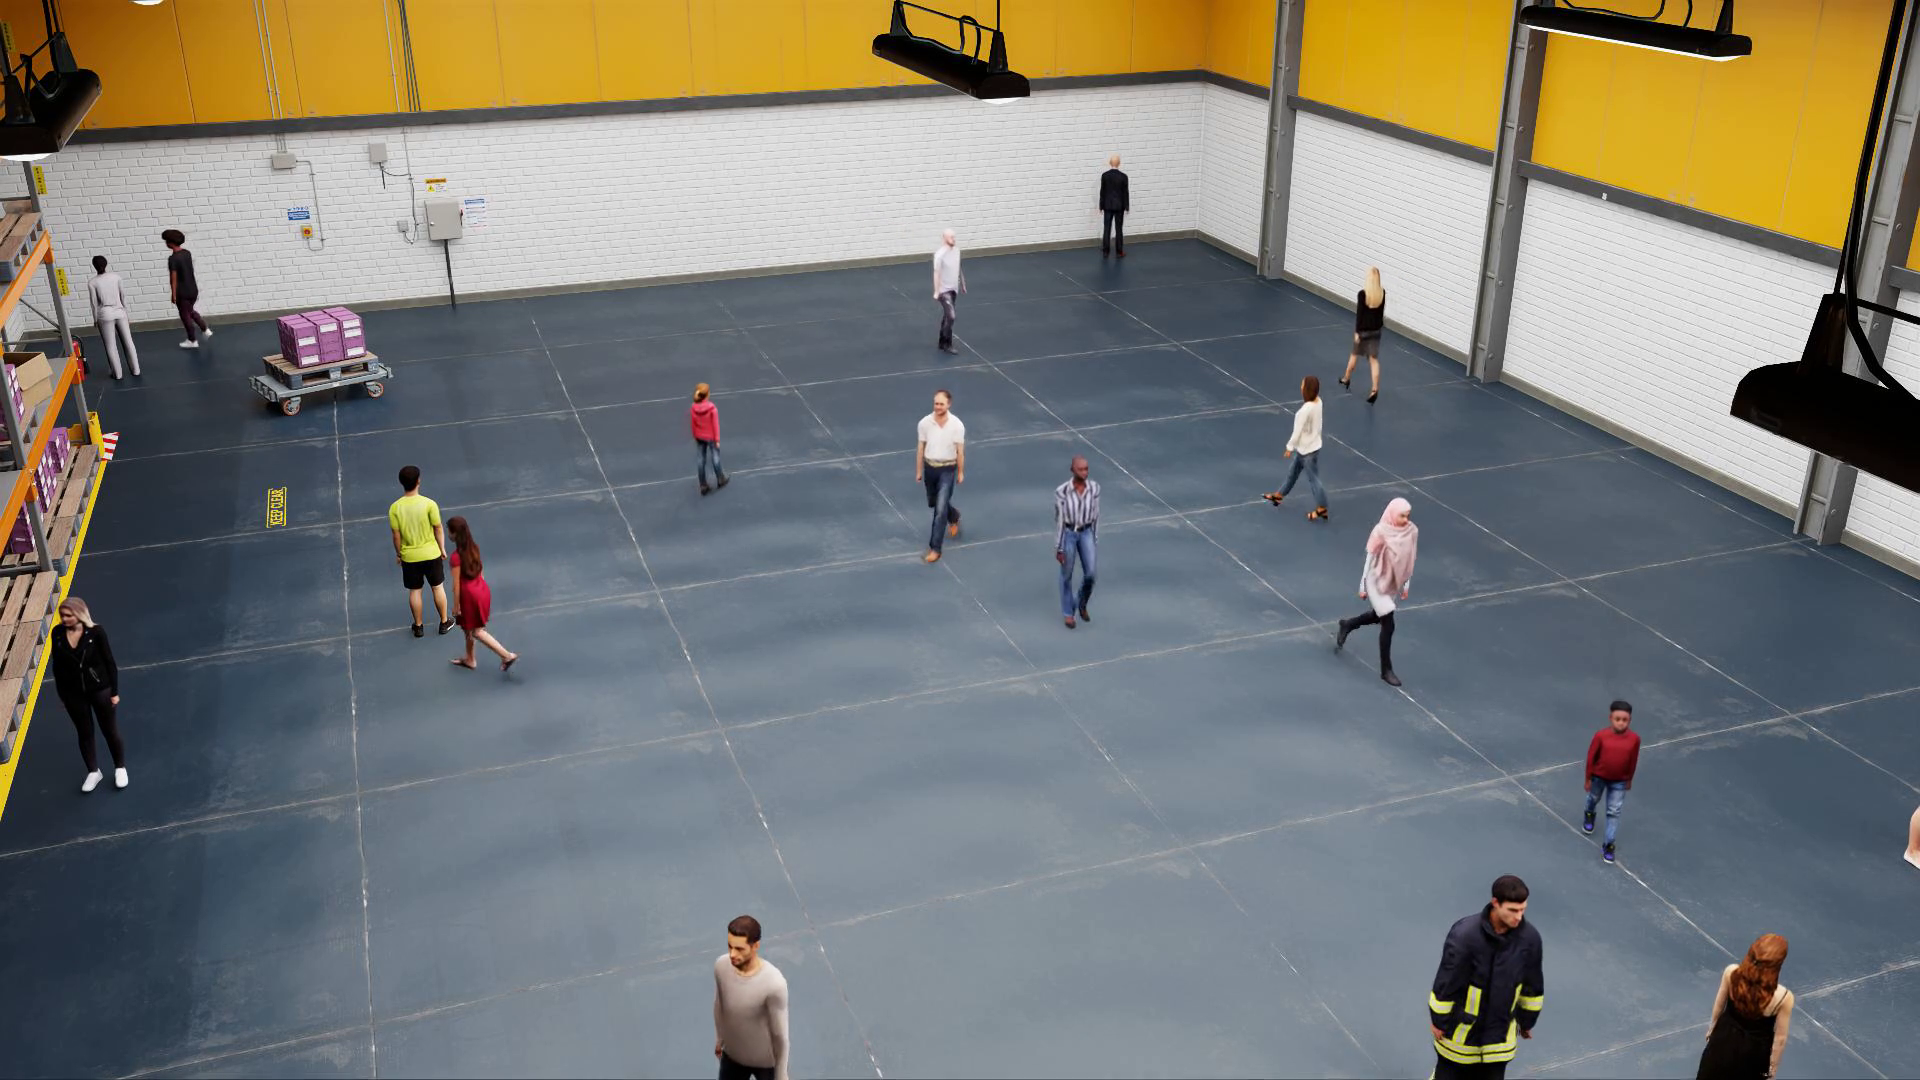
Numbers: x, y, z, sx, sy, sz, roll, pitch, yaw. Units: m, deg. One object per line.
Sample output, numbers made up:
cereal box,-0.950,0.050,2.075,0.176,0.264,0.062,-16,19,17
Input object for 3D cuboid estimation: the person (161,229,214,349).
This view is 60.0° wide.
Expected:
person,-11.356,-3.701,24.490,0.850,1.770,0.779,3,24,6

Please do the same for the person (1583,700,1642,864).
person,4.933,1.757,12.667,0.817,1.238,0.942,7,24,15

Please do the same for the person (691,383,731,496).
person,-2.963,-1.153,19.244,0.754,1.302,0.838,8,25,17

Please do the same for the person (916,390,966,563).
person,-0.174,-0.744,17.655,1.179,1.826,1.245,10,26,22

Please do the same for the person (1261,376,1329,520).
person,3.938,-0.988,18.436,1.124,1.648,1.028,13,27,27

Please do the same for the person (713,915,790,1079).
person,-1.124,2.849,9.395,0.850,1.858,0.908,10,25,21

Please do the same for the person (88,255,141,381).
person,-11.829,-3.119,23.201,0.706,1.736,0.685,-21,31,-39

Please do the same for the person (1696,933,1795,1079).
person,4.418,2.949,9.487,0.962,1.602,0.915,19,30,37

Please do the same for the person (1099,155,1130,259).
person,2.734,-5.924,29.541,0.773,1.797,0.789,7,24,15

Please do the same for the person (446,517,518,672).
person,-4.388,0.529,15.114,0.948,1.528,0.952,9,25,20

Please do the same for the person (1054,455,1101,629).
person,1.071,-0.010,16.029,0.660,1.783,0.635,-6,24,-14

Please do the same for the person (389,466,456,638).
person,-5.145,0.104,15.862,0.643,1.709,0.569,-5,24,-11

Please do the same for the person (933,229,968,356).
person,-0.246,-3.653,24.318,0.877,1.820,0.834,17,29,34

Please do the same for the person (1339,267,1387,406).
person,5.475,-2.666,22.092,0.654,1.795,1.118,-7,25,-17

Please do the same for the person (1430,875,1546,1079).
person,2.991,2.710,9.641,0.904,1.917,0.877,-3,24,-7

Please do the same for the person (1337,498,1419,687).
person,3.769,0.410,15.105,0.698,1.754,1.181,-10,25,-21

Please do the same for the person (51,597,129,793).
person,-6.988,1.213,13.353,0.632,1.686,0.573,-5,24,-11
